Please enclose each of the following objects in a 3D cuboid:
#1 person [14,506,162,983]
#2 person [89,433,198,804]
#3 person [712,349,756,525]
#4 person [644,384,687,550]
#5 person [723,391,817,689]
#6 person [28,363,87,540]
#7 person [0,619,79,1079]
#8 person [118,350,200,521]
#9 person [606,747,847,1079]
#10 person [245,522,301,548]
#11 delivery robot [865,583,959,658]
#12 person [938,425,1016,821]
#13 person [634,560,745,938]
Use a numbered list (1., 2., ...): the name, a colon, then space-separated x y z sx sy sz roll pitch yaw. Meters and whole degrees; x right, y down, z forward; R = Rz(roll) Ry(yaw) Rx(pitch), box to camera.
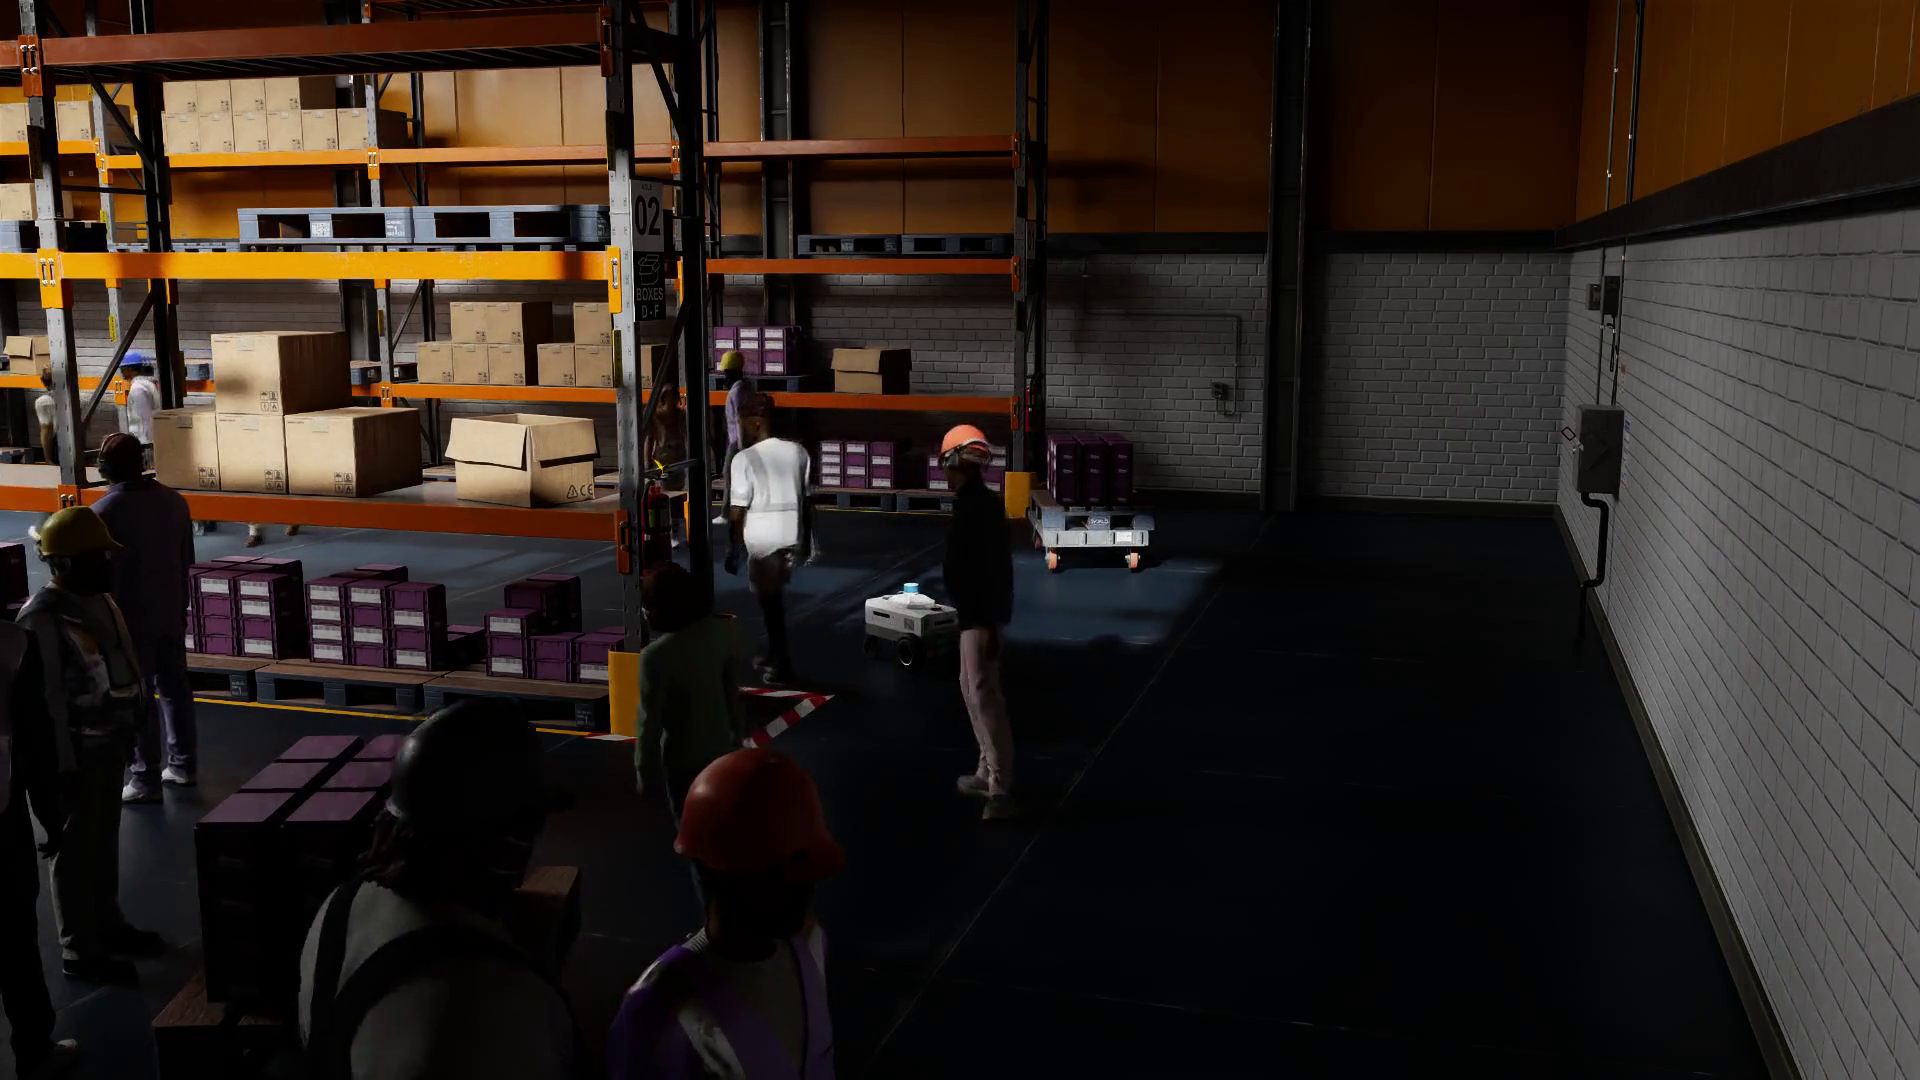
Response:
1. person: -3.370 0.777 6.456 0.403 1.835 0.586 -1 9 -6
2. person: -4.235 0.400 8.547 0.399 1.905 0.643 3 10 15
3. person: -2.252 -1.086 17.627 0.850 1.893 0.602 1 9 8
4. person: -2.757 -0.711 16.227 0.586 1.600 0.735 -9 13 -42
5. person: -1.297 -0.013 10.962 0.651 1.929 0.776 -9 13 -43
6. person: -8.876 -0.839 16.414 0.932 1.802 0.538 6 11 33
7. person: -3.278 0.895 5.475 0.588 1.922 0.392 -2 10 -13
8. person: -8.488 -1.069 17.577 0.960 1.893 0.661 -2 10 -12
9. person: -0.358 1.302 2.945 0.375 1.935 0.551 4 10 25
10. person: -6.909 -0.893 16.640 0.589 1.845 0.971 0 9 1
11. delivery robot: -0.338 0.541 11.501 0.477 0.478 0.707 -8 12 -41
12. person: 0.094 0.410 8.381 0.444 1.944 0.791 0 9 1
13. person: -1.068 0.864 6.565 0.387 1.611 0.537 6 11 33
